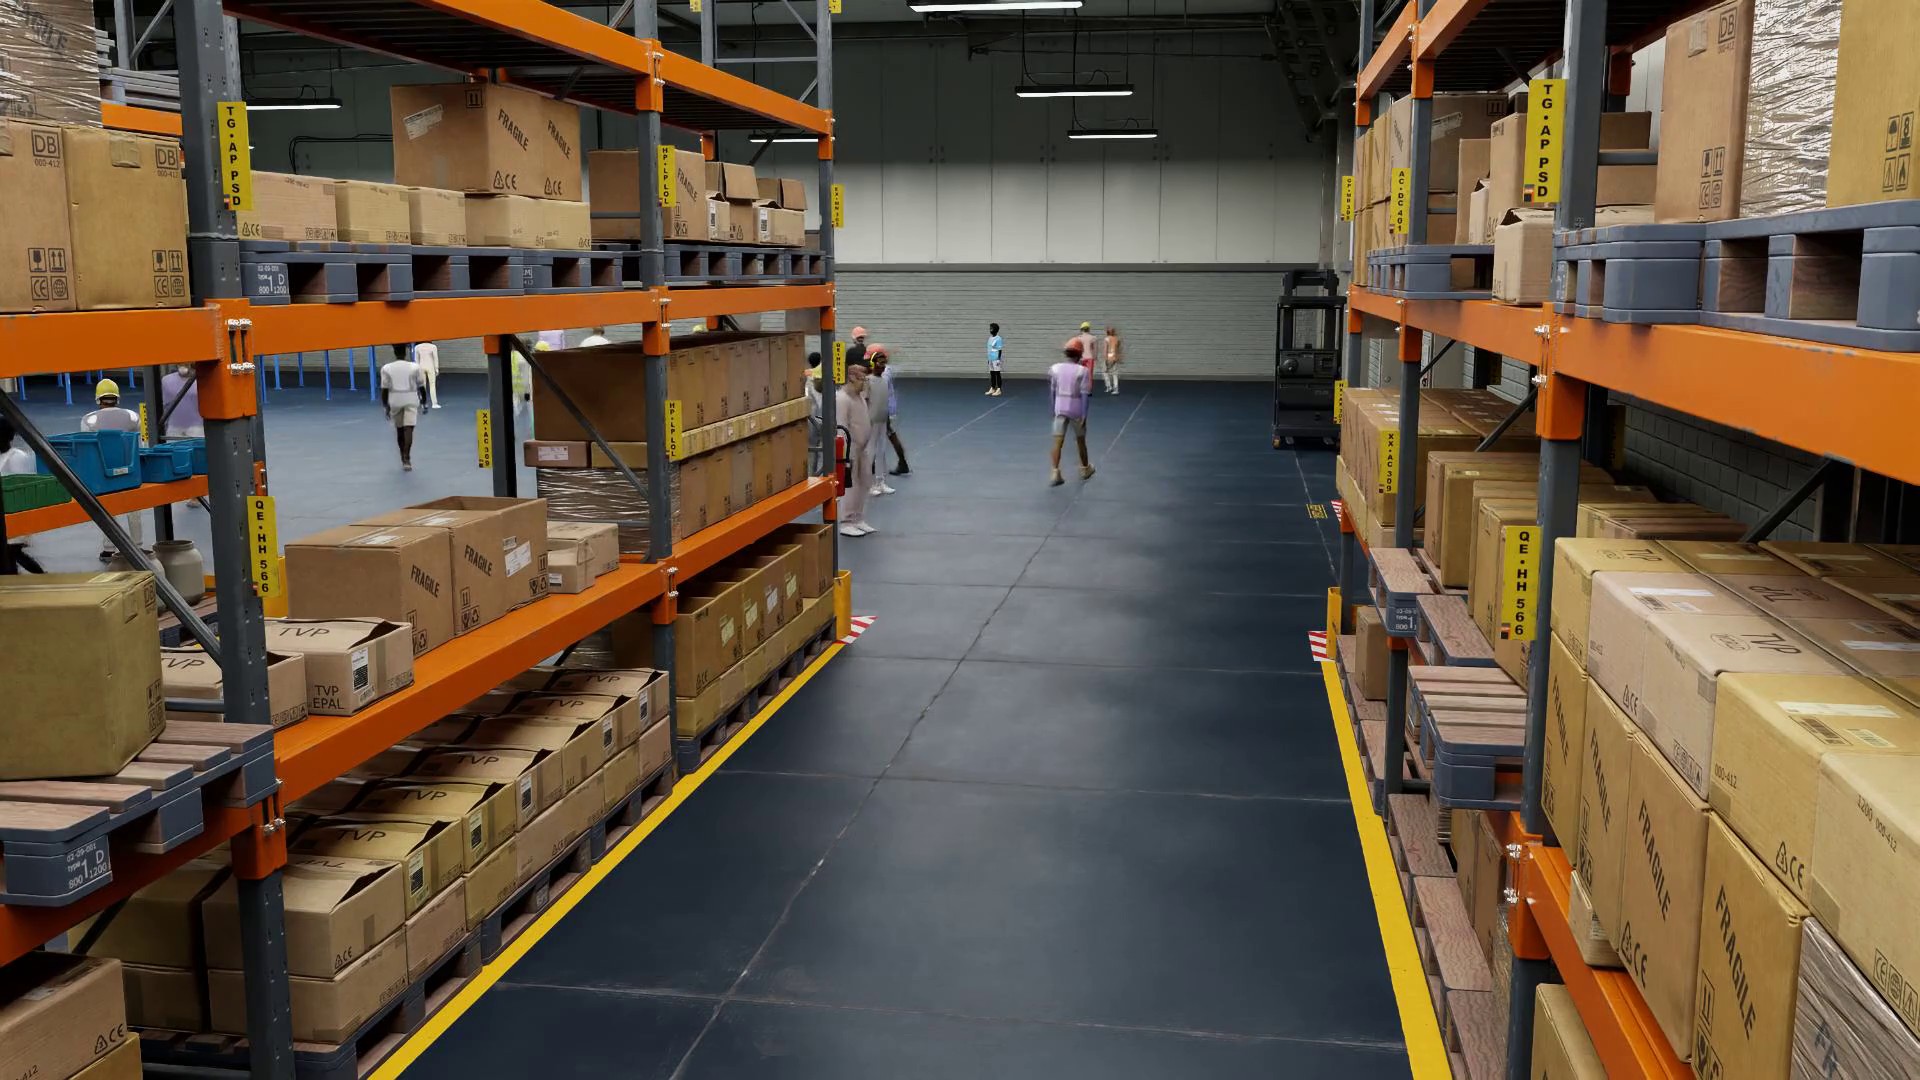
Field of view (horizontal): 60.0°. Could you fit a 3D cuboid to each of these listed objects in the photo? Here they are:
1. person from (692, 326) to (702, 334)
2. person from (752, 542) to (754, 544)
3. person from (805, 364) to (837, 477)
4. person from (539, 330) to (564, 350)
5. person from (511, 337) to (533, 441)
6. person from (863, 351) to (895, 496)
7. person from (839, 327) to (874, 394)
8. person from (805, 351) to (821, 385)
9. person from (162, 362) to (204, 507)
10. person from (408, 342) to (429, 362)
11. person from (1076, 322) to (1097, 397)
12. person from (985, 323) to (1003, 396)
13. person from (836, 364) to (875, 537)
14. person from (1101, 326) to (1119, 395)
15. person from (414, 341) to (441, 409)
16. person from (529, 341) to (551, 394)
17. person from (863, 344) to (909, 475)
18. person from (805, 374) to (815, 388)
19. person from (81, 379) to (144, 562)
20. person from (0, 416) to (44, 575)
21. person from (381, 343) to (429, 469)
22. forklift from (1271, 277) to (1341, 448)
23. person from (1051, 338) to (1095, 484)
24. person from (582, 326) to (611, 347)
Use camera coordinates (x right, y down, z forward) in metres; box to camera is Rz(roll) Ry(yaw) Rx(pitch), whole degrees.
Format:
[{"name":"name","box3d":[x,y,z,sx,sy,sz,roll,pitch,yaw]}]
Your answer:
[{"name":"person","box3d":[-5.722,-3.788,36.175,0.534,1.716,0.916,-6,11,-34]},{"name":"person","box3d":[-1.961,-0.524,16.293,0.310,1.636,0.523,0,9,-1]},{"name":"person","box3d":[-1.742,-1.274,20.513,0.596,1.781,0.957,-1,9,-8]},{"name":"person","box3d":[-9.560,-4.310,38.945,0.432,1.887,0.717,6,11,34]},{"name":"person","box3d":[-7.474,-2.578,28.489,0.950,1.798,0.641,-8,12,-40]},{"name":"person","box3d":[-1.069,-1.533,21.798,0.328,1.872,0.510,7,11,36]},{"name":"person","box3d":[-1.750,-2.731,28.978,0.625,1.945,1.019,-8,12,-40]},{"name":"person","box3d":[-2.301,-2.106,25.932,0.530,1.673,0.743,2,9,10]},{"name":"person","box3d":[-9.636,-1.394,20.746,0.664,1.933,0.493,0,9,-2]},{"name":"person","box3d":[-15.014,-5.534,46.081,0.591,2.000,0.693,6,11,31]},{"name":"person","box3d":[2.948,-4.220,38.864,0.548,1.720,0.863,0,9,-1]},{"name":"person","box3d":[0.807,-4.223,38.921,0.319,1.697,0.533,-5,11,-29]},{"name":"person","box3d":[-1.178,-0.994,18.407,0.400,1.905,0.685,3,10,19]},{"name":"person","box3d":[3.564,-4.228,39.189,0.508,1.625,0.437,-7,11,-36]},{"name":"person","box3d":[-11.312,-3.605,35.304,0.501,1.631,0.285,1,9,5]},{"name":"person","box3d":[-6.865,-2.388,27.390,0.533,1.767,0.327,7,12,38]},{"name":"person","box3d":[-1.124,-1.855,23.721,0.885,1.881,0.562,-3,10,-18]},{"name":"person","box3d":[-2.116,-1.566,22.206,0.581,1.809,0.767,-3,10,-15]},{"name":"person","box3d":[-8.565,-0.711,16.837,0.588,1.834,0.403,-8,12,-42]},{"name":"person","box3d":[-8.131,-0.221,14.258,0.577,1.687,0.443,7,11,35]},{"name":"person","box3d":[-8.265,-2.026,24.727,0.614,1.919,1.019,-1,9,-7]},{"name":"forklift","box3d":[5.847,-3.016,27.970,1.129,2.768,1.873,1,9,9]},{"name":"person","box3d":[1.541,-1.787,23.021,0.631,1.983,1.066,4,10,25]},{"name":"person","box3d":[-7.120,-3.311,32.655,0.628,1.911,0.952,1,9,4]}]
